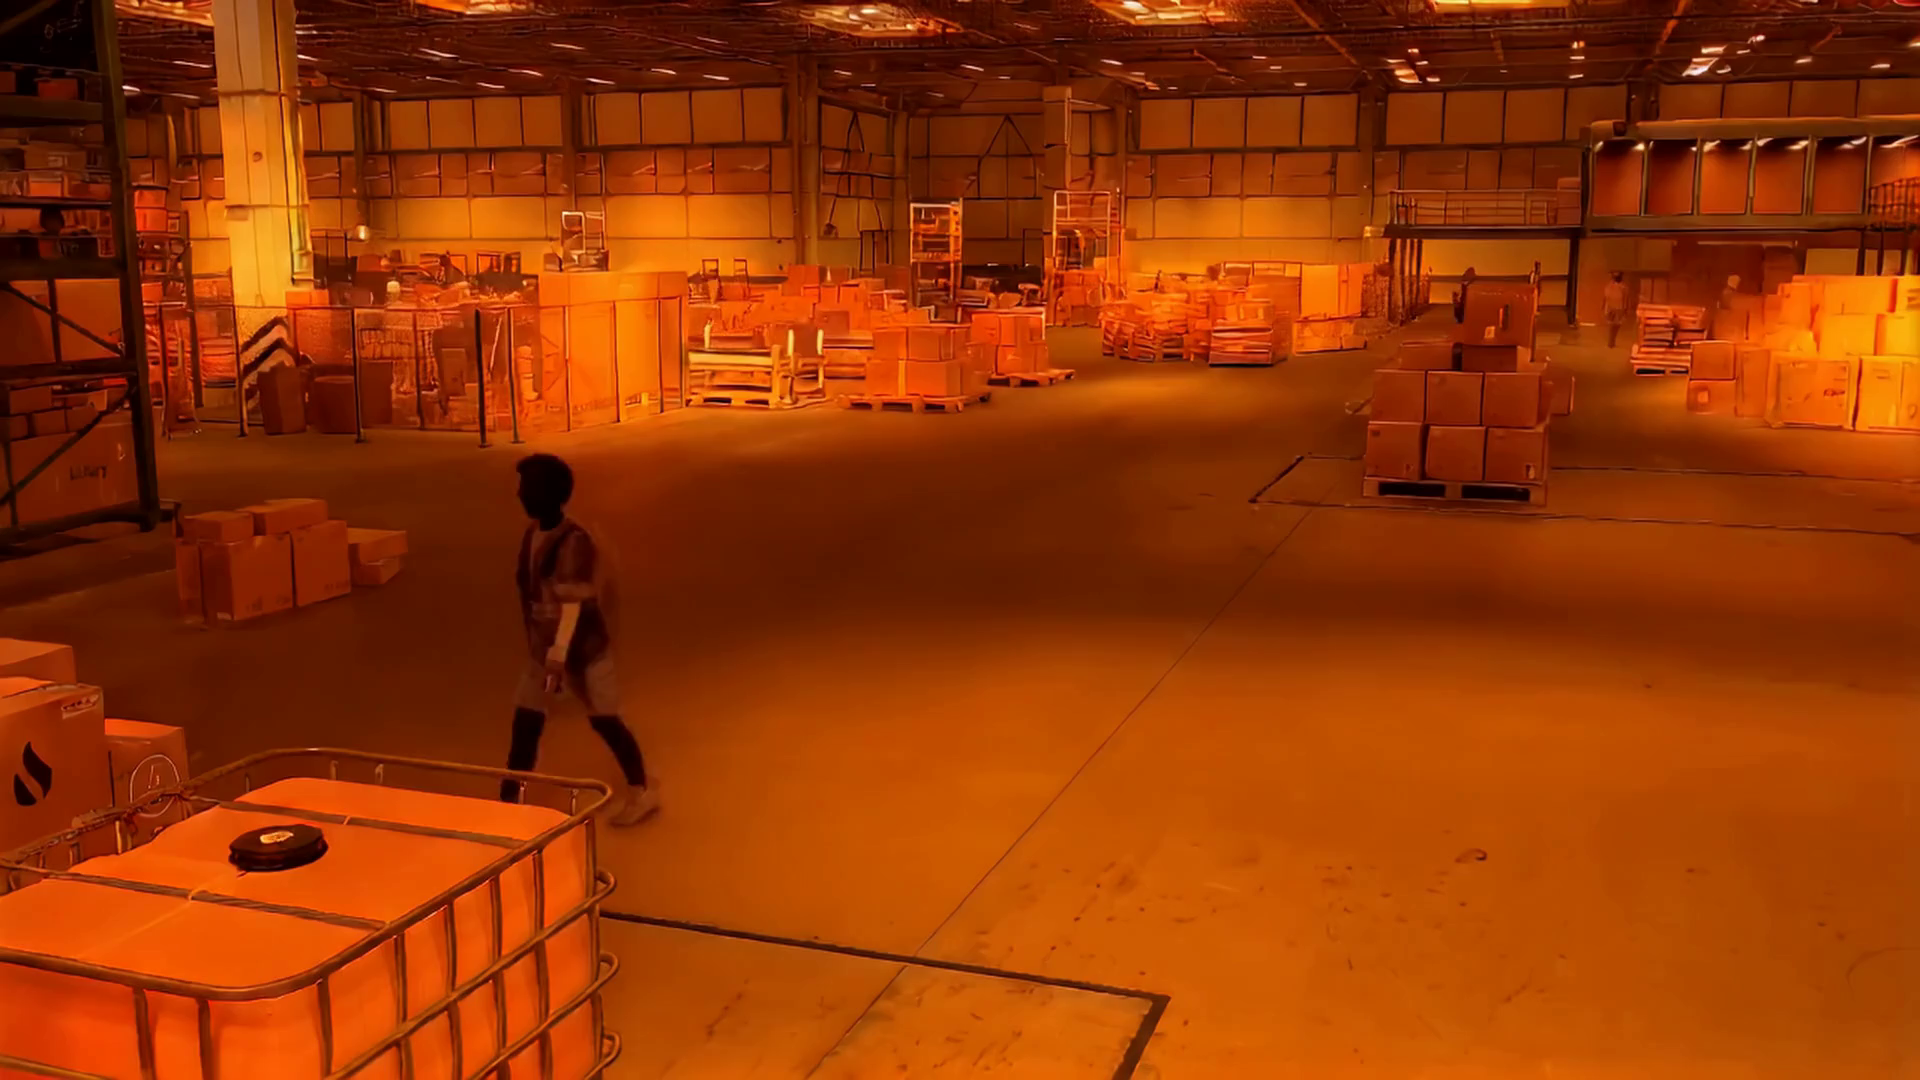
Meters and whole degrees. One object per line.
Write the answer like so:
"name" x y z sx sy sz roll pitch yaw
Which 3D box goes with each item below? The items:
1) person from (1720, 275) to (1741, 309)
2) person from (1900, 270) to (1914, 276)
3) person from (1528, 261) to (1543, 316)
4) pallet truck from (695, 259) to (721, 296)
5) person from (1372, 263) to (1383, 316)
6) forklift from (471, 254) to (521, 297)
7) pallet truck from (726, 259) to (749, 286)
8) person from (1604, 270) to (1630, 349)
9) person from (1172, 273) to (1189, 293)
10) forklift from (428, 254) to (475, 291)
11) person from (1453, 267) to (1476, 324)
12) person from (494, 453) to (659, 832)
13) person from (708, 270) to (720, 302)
"person" 15.702 -4.456 33.976 1.014 1.889 0.648 3 11 18
"person" 19.497 -4.582 34.406 0.616 1.986 1.026 0 10 1
"person" 20.202 -8.815 58.400 0.585 1.928 0.366 -4 11 -21
"pallet truck" -9.165 -9.627 62.776 0.823 1.965 1.885 4 11 23
"person" 14.674 -8.785 58.359 0.355 1.883 0.575 -3 11 -16
"forklift" -17.990 -10.121 64.684 1.157 1.987 2.680 3 11 17
"pallet truck" -7.986 -9.493 62.019 0.823 1.965 1.885 3 11 17
"person" 15.887 -5.569 40.215 0.571 1.883 0.980 1 10 7
"person" 6.091 -6.539 46.113 0.526 1.737 0.775 7 12 33
"forklift" -20.133 -10.254 65.465 1.157 1.987 2.680 3 11 19
"person" 11.429 -5.148 37.430 0.691 2.000 0.754 8 13 37
"person" -1.676 0.463 6.932 0.897 1.646 0.548 -9 14 -43
"person" -6.795 -6.576 46.152 0.547 1.798 0.929 8 13 38
